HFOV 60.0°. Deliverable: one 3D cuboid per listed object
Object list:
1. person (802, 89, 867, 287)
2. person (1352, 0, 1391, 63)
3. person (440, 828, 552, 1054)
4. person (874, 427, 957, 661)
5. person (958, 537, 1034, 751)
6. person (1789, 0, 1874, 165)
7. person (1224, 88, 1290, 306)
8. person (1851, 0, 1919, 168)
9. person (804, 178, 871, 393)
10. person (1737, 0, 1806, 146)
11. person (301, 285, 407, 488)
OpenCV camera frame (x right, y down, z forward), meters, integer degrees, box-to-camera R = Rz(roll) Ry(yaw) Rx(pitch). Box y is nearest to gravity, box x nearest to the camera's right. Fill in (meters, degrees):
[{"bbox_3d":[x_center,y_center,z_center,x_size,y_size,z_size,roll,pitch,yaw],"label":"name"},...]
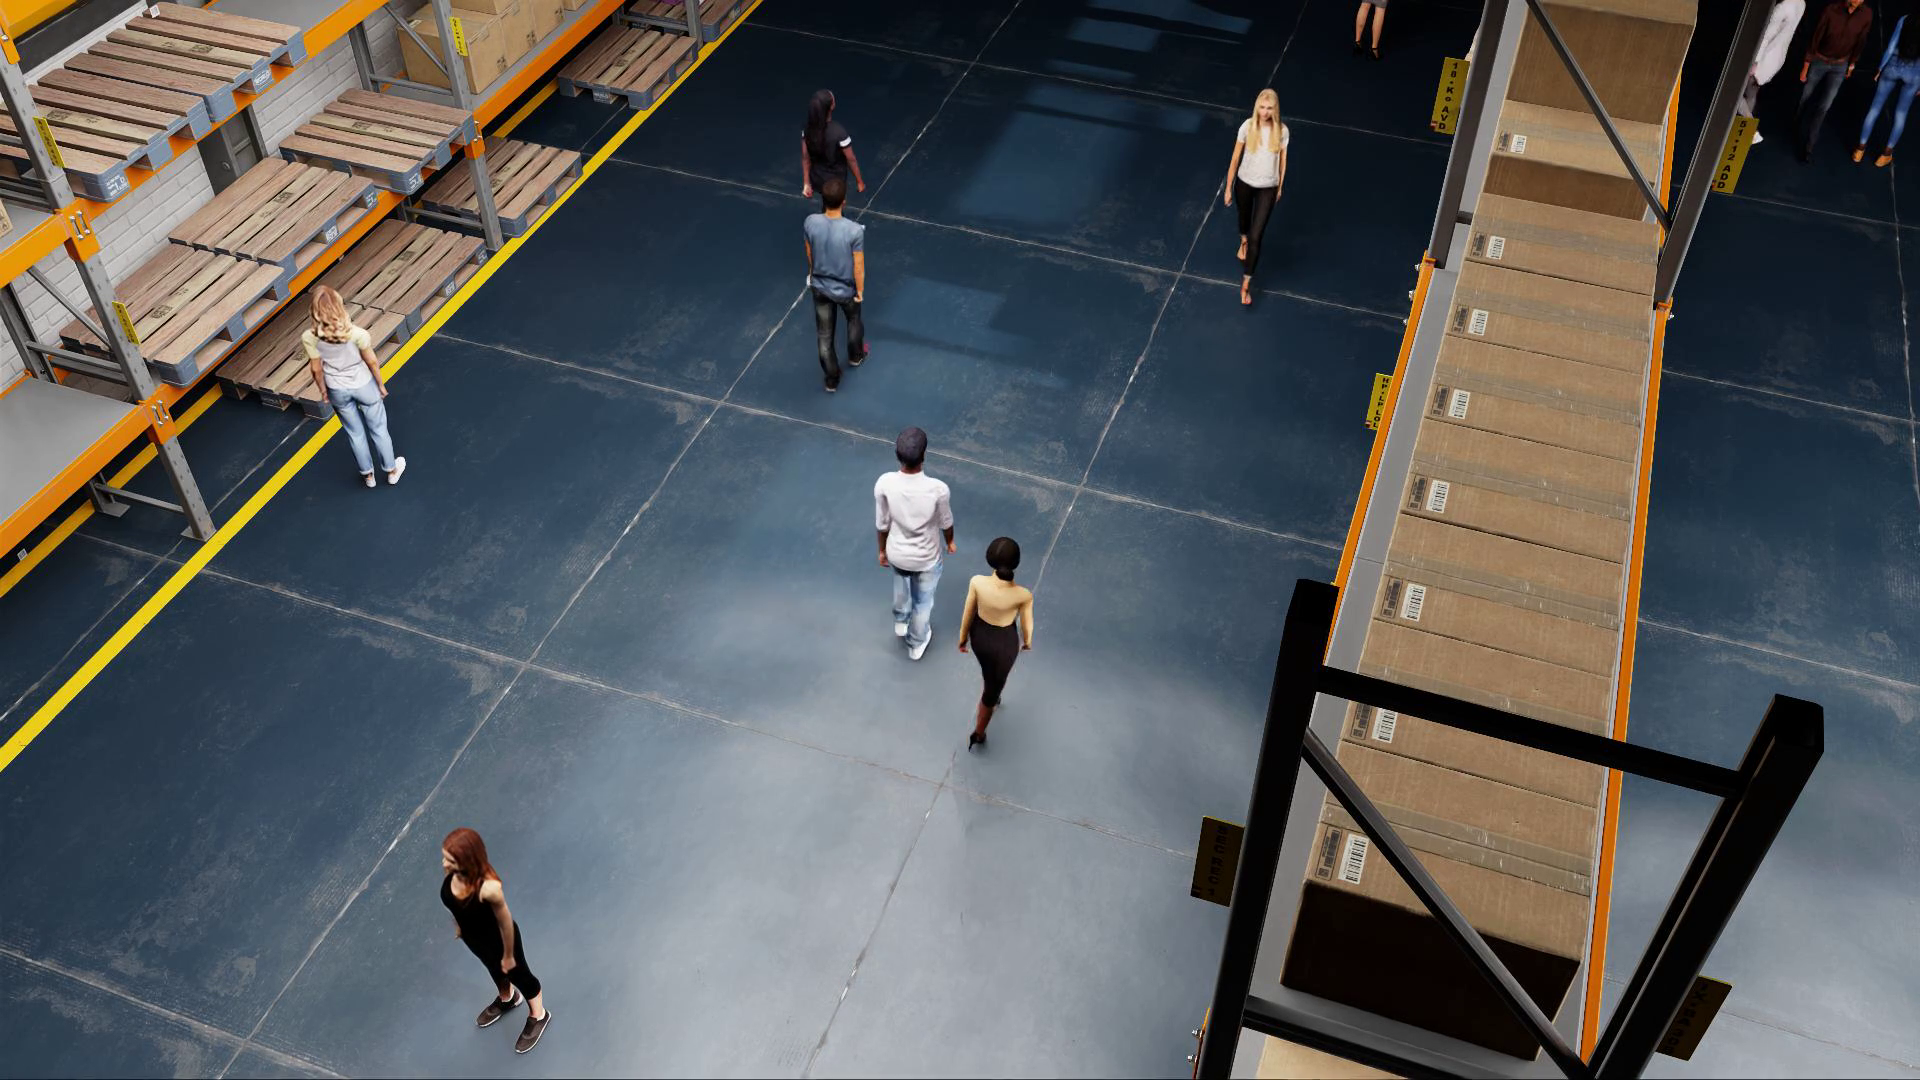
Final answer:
[{"bbox_3d":[-1.138,-2.938,14.016,0.830,1.681,1.236,26,49,25],"label":"person"},{"bbox_3d":[4.253,-5.737,16.837,0.678,1.843,0.664,32,52,29],"label":"person"},{"bbox_3d":[-2.460,2.063,8.734,0.609,1.726,0.578,25,49,24],"label":"person"},{"bbox_3d":[-0.319,0.101,10.745,0.645,1.793,0.648,12,45,12],"label":"person"},{"bbox_3d":[0.178,0.718,10.218,0.610,1.627,0.728,15,46,15],"label":"person"},{"bbox_3d":[8.111,-4.486,15.596,0.660,1.743,0.992,13,45,14],"label":"person"},{"bbox_3d":[2.482,-2.991,14.003,0.773,1.777,1.235,7,44,7],"label":"person"},{"bbox_3d":[8.730,-4.290,15.413,0.644,1.711,0.590,23,48,23],"label":"person"},{"bbox_3d":[-0.994,-1.918,12.871,0.734,1.785,0.911,7,44,8],"label":"person"},{"bbox_3d":[7.573,-4.463,15.515,0.919,1.822,0.838,33,53,30],"label":"person"},{"bbox_3d":[-4.404,-1.097,12.054,0.710,1.722,0.713,-7,44,-8],"label":"person"}]
